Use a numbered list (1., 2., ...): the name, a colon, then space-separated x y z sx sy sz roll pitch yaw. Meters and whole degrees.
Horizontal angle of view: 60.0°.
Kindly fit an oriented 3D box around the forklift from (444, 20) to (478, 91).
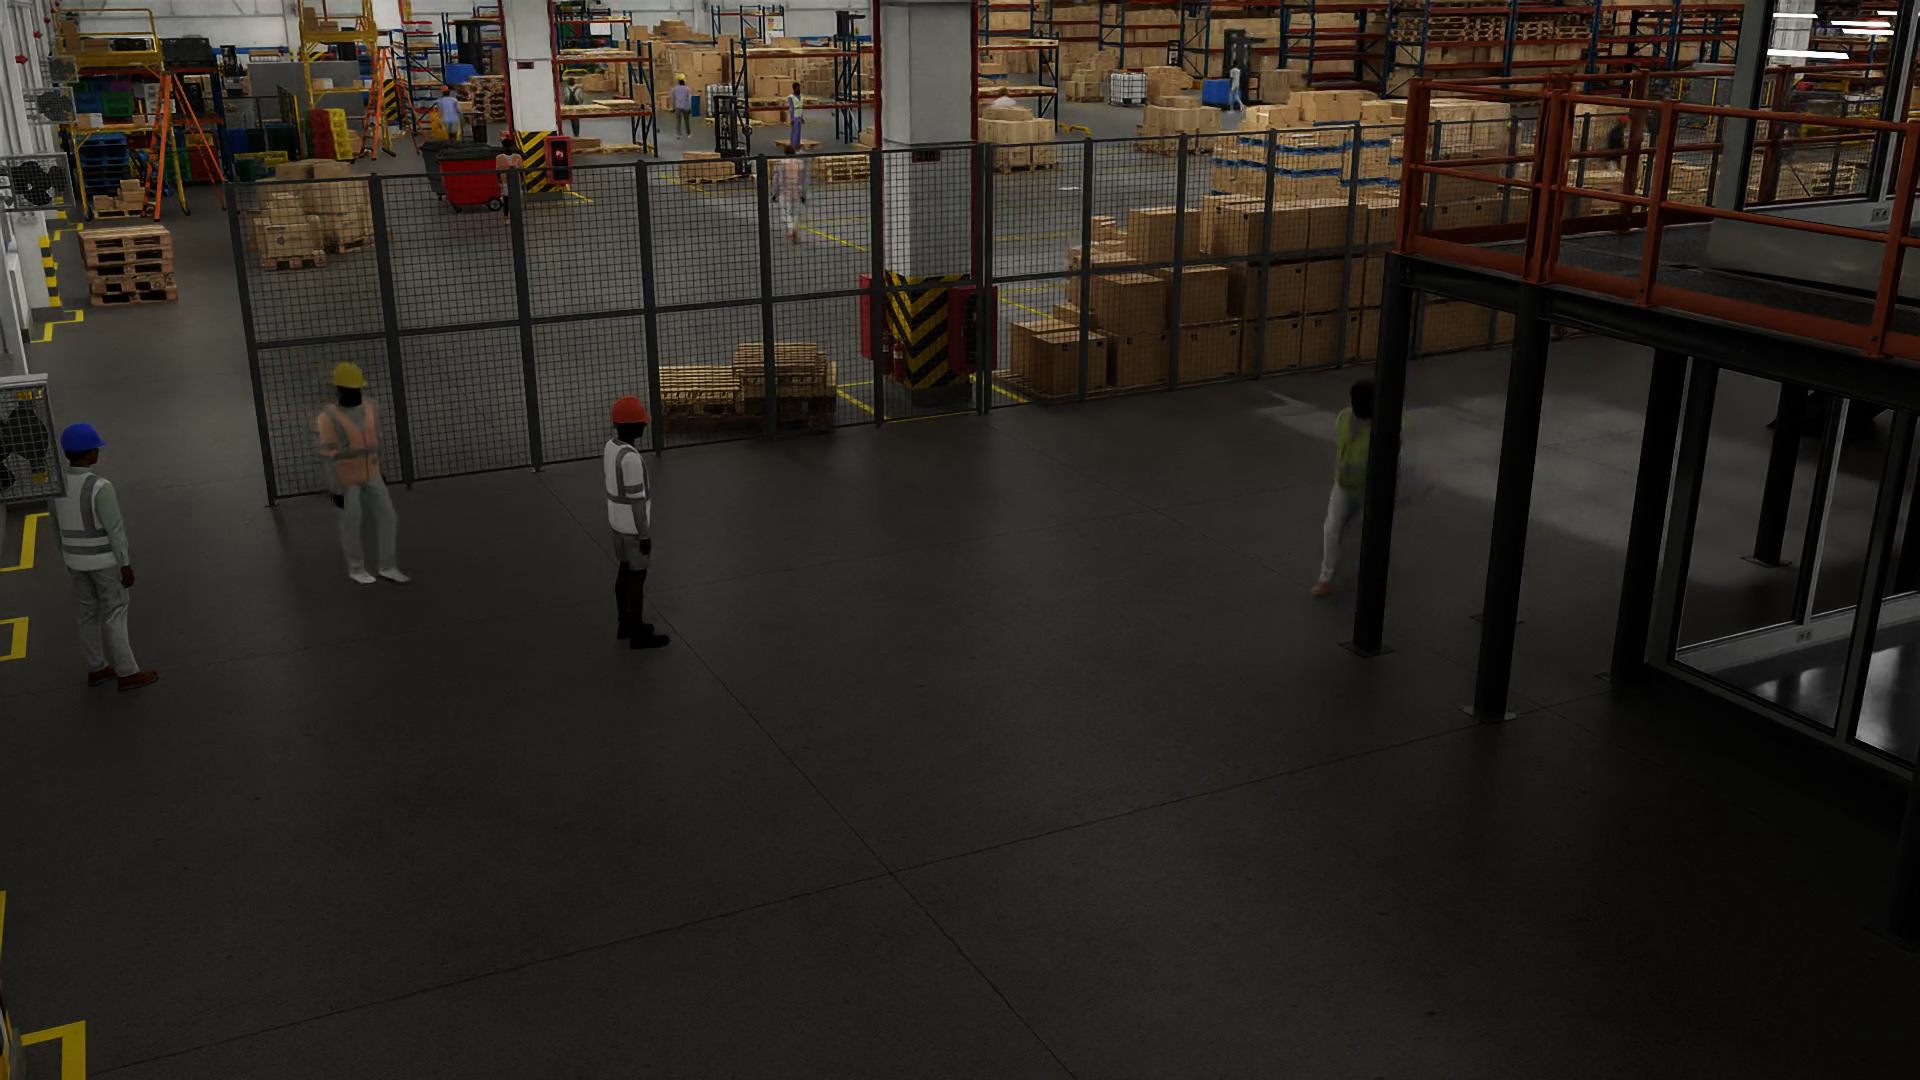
1. forklift: -20.381 -20.002 68.652 1.129 2.768 1.873 13 23 33

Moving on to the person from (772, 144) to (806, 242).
1. person: -3.153 -6.433 30.920 0.634 1.821 0.700 -10 22 -27

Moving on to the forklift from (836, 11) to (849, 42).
1. forklift: -5.860 -25.021 83.201 1.873 2.768 1.129 -9 21 -25

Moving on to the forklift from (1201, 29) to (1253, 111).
1. forklift: 9.696 -16.775 59.297 1.873 2.768 1.129 -9 21 -25

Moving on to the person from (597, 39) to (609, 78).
1. person: -15.505 -20.782 72.356 0.399 1.924 0.577 -18 26 -42

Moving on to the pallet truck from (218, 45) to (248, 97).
1. pallet truck: -28.879 -18.665 66.111 0.823 1.965 1.885 -3 19 -9

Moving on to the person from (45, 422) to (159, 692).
1. person: -6.076 0.123 11.721 0.616 1.945 0.399 8 20 21

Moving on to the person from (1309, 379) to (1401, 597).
1. person: 3.178 -0.387 13.408 0.791 1.814 0.640 -16 25 -39

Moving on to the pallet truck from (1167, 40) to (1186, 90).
1. pallet truck: 9.045 -19.971 69.895 0.823 1.965 1.885 -3 19 -8

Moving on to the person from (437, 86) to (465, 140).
1. person: -13.802 -11.370 45.163 0.663 1.871 1.018 -5 20 -15

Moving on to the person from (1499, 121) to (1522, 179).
1. person: 12.126 -8.399 36.767 0.891 1.724 0.529 -10 21 -26

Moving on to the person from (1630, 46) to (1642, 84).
1. person: 27.745 -19.378 68.437 0.634 1.833 0.430 -14 23 -35

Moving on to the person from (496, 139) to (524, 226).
1. person: -8.941 -7.121 33.100 0.540 1.695 0.316 -8 20 -21

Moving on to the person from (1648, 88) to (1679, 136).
1. person: 17.871 -10.456 42.249 0.692 2.000 0.603 3 19 8

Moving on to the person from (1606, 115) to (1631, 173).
1. person: 14.144 -8.205 35.824 0.437 1.970 0.636 4 19 10

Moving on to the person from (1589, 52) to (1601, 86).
1. person: 25.386 -18.724 66.734 0.567 1.686 0.391 13 23 32

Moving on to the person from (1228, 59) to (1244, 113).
1. person: 9.712 -15.922 58.399 0.533 1.847 0.587 -12 23 -32

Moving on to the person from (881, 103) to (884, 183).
1. person: -1.718 -9.420 39.424 0.666 1.913 0.438 12 22 30

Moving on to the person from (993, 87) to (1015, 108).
1. person: 1.198 -11.124 44.397 0.641 1.899 0.813 12 23 32

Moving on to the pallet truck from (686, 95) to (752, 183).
1. pallet truck: -5.836 -9.608 39.856 0.823 1.965 1.885 10 22 27

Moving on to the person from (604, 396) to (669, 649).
1. person: -2.444 -0.136 12.490 0.362 1.935 0.553 -11 22 -30

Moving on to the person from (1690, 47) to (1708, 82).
1. person: 32.340 -20.700 72.602 0.738 1.603 0.501 11 22 28

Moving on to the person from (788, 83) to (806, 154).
1. person: -4.503 -11.588 45.713 0.386 1.918 0.596 9 21 24

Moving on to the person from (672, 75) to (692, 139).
1. person: -8.329 -12.970 49.812 0.605 1.869 0.983 0 19 0

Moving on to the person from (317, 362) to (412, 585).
1. person: -4.872 -0.516 13.629 0.707 1.903 0.626 12 22 31

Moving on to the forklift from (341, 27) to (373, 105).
1. forklift: -22.275 -17.346 60.954 1.873 2.768 1.129 -9 21 -25

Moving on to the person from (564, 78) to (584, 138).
1. person: -11.513 -12.893 49.715 0.549 1.780 1.024 -3 19 -7
